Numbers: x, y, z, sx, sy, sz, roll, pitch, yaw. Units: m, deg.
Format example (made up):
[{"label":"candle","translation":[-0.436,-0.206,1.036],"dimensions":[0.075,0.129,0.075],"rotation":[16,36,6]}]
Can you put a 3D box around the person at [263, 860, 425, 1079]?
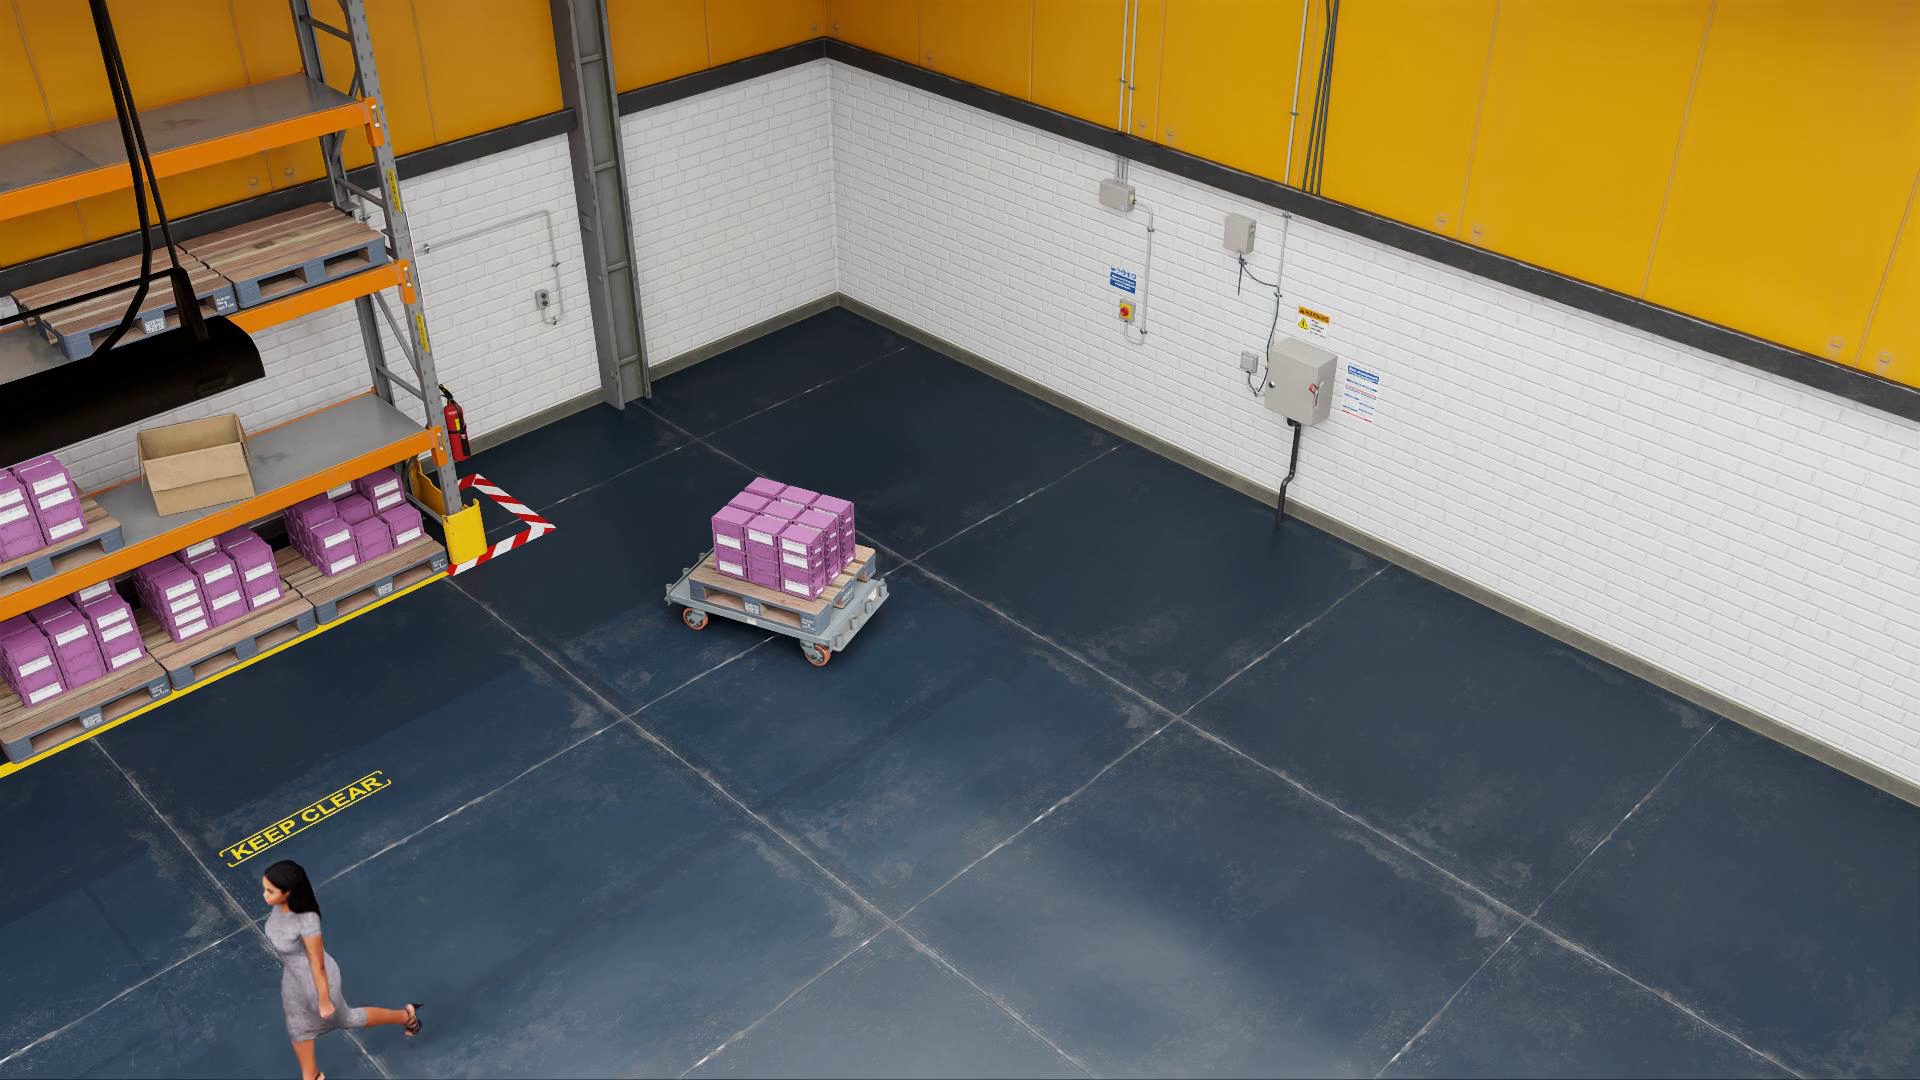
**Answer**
[{"label":"person","translation":[-3.590,2.482,9.508],"dimensions":[0.576,1.750,1.077],"rotation":[28,43,36]}]
